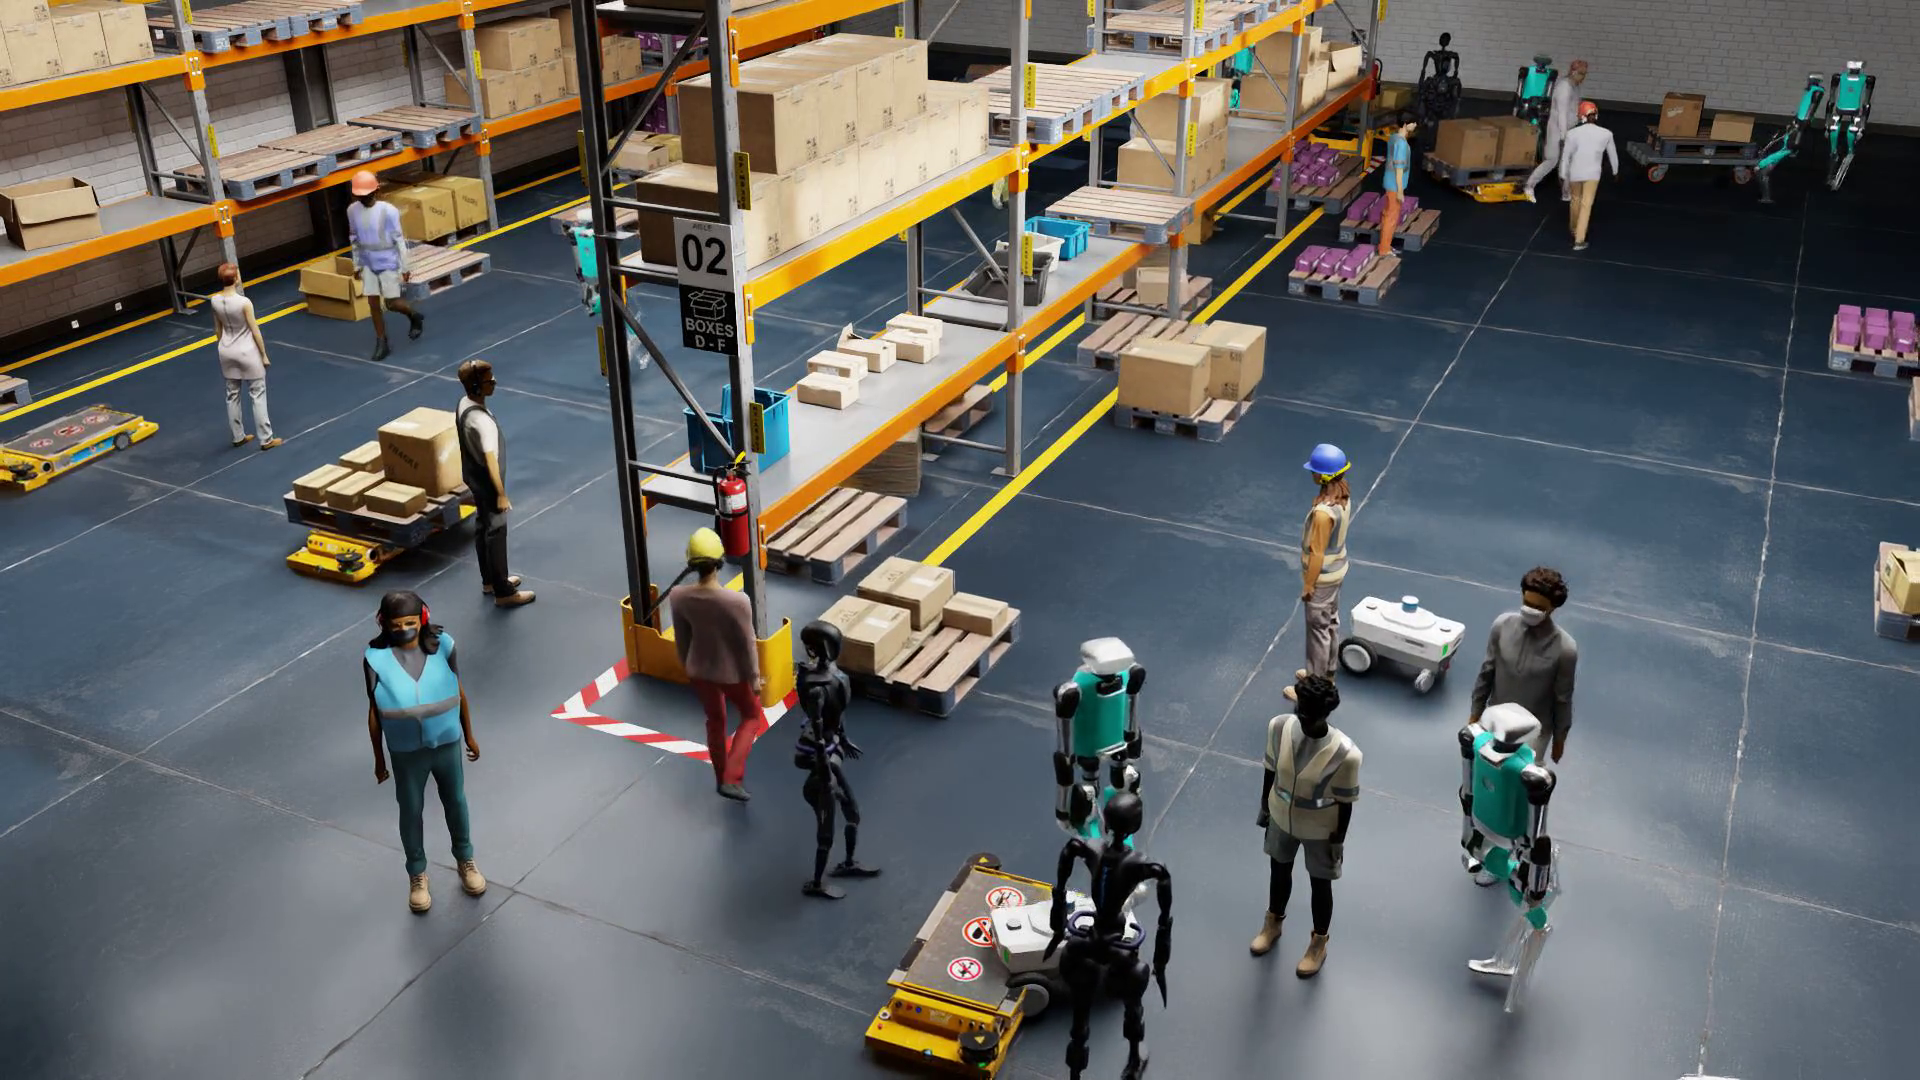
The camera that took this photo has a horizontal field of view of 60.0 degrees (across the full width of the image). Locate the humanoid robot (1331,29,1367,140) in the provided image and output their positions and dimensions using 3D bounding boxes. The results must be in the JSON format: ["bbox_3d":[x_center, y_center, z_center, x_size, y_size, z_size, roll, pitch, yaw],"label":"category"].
[{"bbox_3d":[5.865,-6.863,25.056,0.373,1.638,0.584,11,28,21],"label":"humanoid robot"}]

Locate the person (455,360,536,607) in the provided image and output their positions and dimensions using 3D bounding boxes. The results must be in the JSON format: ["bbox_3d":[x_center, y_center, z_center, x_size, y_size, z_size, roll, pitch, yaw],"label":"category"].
[{"bbox_3d":[-3.341,-0.404,11.818,0.346,1.846,0.505,-16,31,-29],"label":"person"}]

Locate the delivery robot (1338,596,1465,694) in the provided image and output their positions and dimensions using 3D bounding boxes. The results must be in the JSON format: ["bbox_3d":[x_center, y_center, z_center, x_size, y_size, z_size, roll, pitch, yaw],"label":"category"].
[{"bbox_3d":[2.948,0.659,11.144,0.784,0.612,0.500,18,32,32],"label":"delivery robot"}]

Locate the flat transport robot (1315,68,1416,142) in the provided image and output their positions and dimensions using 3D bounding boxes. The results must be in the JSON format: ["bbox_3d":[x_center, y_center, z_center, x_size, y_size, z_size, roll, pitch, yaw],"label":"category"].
[{"bbox_3d":[6.234,-6.371,25.647,1.431,0.231,0.659,21,33,36],"label":"flat transport robot"}]

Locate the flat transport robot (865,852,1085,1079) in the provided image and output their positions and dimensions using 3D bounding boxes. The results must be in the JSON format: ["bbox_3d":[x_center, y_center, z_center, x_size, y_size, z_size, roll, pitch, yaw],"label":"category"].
[{"bbox_3d":[0.108,2.133,8.470,0.659,0.231,1.431,10,28,19],"label":"flat transport robot"}]

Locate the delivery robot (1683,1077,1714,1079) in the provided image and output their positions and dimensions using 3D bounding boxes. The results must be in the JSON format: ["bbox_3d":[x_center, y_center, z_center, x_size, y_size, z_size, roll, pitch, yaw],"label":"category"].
[{"bbox_3d":[3.268,2.687,7.051,0.499,0.614,0.791,4,27,7],"label":"delivery robot"}]

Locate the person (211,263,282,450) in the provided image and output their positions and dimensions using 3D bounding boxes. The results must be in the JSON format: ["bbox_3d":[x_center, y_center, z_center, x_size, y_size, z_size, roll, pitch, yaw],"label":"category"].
[{"bbox_3d":[-6.227,-1.585,14.422,0.434,1.651,0.289,6,27,12],"label":"person"}]

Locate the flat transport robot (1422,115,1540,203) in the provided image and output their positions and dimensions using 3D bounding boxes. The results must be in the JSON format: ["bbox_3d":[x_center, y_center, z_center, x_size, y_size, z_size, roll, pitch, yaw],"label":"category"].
[{"bbox_3d":[7.038,-4.864,22.602,0.659,0.231,1.431,-6,27,-12],"label":"flat transport robot"}]

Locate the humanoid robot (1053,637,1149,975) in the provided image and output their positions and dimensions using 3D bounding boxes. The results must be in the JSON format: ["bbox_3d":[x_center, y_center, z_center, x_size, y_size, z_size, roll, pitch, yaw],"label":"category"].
[{"bbox_3d":[0.832,1.401,8.339,0.543,1.805,0.768,-17,31,-31],"label":"humanoid robot"}]

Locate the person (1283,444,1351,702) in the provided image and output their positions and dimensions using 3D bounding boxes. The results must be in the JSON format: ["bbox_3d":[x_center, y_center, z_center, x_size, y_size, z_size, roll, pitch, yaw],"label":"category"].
[{"bbox_3d":[2.302,0.213,10.657,0.342,1.768,0.453,12,29,22],"label":"person"}]

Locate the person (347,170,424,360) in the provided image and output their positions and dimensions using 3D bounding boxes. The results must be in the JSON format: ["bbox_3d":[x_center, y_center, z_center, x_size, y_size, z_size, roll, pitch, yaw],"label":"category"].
[{"bbox_3d":[-5.728,-2.765,16.517,0.570,1.909,0.611,7,27,14],"label":"person"}]

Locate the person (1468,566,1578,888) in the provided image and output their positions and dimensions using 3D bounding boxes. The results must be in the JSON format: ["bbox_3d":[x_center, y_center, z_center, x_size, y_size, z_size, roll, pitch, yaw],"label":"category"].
[{"bbox_3d":[3.075,0.949,9.045,0.543,1.883,0.683,22,34,37],"label":"person"}]

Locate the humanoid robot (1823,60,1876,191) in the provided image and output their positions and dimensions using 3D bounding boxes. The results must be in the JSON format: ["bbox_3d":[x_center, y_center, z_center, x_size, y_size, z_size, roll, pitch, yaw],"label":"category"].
[{"bbox_3d":[11.940,-5.546,22.457,0.548,1.904,0.747,15,30,27],"label":"humanoid robot"}]

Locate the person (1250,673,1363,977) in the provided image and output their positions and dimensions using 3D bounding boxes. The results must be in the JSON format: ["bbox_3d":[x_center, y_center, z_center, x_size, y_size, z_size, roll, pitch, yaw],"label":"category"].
[{"bbox_3d":[1.725,1.407,8.328,0.532,1.693,0.320,22,34,37],"label":"person"}]

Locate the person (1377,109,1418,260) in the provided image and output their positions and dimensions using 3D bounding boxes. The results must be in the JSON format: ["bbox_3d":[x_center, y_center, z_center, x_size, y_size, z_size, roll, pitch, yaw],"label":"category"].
[{"bbox_3d":[5.125,-4.160,19.503,0.335,1.759,0.495,3,27,6],"label":"person"}]

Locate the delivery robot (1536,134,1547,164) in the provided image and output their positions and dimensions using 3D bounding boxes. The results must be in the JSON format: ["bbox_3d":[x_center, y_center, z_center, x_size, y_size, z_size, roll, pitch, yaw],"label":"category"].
[{"bbox_3d":[8.135,-5.602,23.761,0.518,0.585,0.749,-21,33,-36],"label":"delivery robot"}]

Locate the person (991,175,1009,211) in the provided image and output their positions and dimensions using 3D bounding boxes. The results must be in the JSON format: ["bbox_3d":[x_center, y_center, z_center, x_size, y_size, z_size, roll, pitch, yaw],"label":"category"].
[{"bbox_3d":[0.595,-5.187,21.494,0.592,1.825,0.440,-20,32,-34],"label":"person"}]

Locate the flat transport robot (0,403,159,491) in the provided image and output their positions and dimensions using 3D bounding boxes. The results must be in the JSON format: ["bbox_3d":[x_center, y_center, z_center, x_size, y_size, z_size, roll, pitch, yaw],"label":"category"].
[{"bbox_3d":[-7.764,-0.817,14.428,0.659,0.231,1.431,10,28,19],"label":"flat transport robot"}]

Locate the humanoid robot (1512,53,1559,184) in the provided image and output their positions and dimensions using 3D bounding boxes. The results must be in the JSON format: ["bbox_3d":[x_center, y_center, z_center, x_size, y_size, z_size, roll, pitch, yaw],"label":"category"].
[{"bbox_3d":[7.806,-5.623,22.524,0.573,1.782,0.922,0,26,-1],"label":"humanoid robot"}]

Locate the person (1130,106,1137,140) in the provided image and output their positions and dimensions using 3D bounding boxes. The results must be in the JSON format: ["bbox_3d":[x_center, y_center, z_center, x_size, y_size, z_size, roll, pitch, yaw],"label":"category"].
[{"bbox_3d":[2.718,-6.565,24.284,0.369,1.828,0.504,23,34,38],"label":"person"}]

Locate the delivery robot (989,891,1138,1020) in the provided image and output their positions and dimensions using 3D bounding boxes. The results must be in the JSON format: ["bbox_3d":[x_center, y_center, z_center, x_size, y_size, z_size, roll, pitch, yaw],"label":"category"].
[{"bbox_3d":[0.516,2.024,8.351,0.774,0.581,0.499,-5,27,-9],"label":"delivery robot"}]

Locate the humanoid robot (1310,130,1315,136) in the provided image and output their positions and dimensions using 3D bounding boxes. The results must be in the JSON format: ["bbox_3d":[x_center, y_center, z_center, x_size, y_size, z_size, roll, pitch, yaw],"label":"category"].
[{"bbox_3d":[5.182,-6.630,24.595,0.362,1.642,0.589,13,29,25],"label":"humanoid robot"}]

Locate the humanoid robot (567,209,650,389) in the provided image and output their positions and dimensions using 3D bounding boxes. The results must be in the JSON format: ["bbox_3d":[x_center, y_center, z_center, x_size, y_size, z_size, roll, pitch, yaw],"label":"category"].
[{"bbox_3d":[-3.238,-2.318,15.883,0.556,1.859,0.835,14,30,26],"label":"humanoid robot"}]

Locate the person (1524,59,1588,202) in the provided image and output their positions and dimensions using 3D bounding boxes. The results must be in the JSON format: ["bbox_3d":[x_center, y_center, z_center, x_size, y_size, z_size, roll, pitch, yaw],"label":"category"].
[{"bbox_3d":[7.885,-5.344,21.771,0.740,1.875,0.698,17,31,30],"label":"person"}]

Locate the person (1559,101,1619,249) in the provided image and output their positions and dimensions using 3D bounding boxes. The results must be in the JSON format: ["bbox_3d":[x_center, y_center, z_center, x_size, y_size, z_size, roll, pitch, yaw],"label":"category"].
[{"bbox_3d":[7.608,-4.434,20.125,0.665,1.686,0.870,14,29,25],"label":"person"}]

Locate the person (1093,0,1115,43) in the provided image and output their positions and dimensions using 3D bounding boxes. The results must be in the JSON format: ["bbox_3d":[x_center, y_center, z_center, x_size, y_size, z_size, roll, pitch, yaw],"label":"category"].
[{"bbox_3d":[2.489,-8.939,28.968,0.427,1.924,0.541,-5,27,-9],"label":"person"}]

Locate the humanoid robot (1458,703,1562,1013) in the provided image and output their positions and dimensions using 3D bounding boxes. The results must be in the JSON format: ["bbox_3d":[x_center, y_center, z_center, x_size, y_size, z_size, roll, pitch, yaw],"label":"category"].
[{"bbox_3d":[2.755,1.544,8.062,0.803,1.816,0.530,-13,29,-25],"label":"humanoid robot"}]

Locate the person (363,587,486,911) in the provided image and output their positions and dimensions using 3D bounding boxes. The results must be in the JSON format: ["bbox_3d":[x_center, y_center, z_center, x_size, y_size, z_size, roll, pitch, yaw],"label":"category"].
[{"bbox_3d":[-2.833,1.084,8.788,0.538,1.865,0.374,-13,29,-24],"label":"person"}]

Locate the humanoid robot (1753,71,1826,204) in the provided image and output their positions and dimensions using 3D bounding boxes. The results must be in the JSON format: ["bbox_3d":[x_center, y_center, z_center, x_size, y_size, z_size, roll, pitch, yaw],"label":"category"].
[{"bbox_3d":[10.685,-5.174,21.614,0.725,1.817,0.542,7,27,15],"label":"humanoid robot"}]

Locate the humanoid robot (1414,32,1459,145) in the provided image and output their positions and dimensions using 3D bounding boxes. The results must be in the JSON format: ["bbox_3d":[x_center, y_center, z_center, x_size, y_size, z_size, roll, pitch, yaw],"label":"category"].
[{"bbox_3d":[7.079,-6.700,24.725,0.586,1.654,0.345,1,26,1],"label":"humanoid robot"}]

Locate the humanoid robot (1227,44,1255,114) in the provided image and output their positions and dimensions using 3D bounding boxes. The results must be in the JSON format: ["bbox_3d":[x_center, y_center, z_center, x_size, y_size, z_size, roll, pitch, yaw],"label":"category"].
[{"bbox_3d":[3.974,-6.431,24.206,0.679,1.877,0.533,-23,34,-38],"label":"humanoid robot"}]

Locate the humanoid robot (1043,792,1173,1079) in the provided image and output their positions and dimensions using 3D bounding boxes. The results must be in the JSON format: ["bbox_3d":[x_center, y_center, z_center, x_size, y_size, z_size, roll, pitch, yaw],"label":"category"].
[{"bbox_3d":[0.659,1.845,7.495,0.610,1.634,0.611,11,28,21],"label":"humanoid robot"}]

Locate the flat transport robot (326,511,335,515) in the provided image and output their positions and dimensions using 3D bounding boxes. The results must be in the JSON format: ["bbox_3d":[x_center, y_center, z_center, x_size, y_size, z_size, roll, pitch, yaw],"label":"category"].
[{"bbox_3d":[-4.666,-0.517,13.823,0.659,0.231,1.431,3,26,6],"label":"flat transport robot"}]

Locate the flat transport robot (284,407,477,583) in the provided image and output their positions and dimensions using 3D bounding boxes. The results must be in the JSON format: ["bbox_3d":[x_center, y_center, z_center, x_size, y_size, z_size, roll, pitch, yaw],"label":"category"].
[{"bbox_3d":[-4.483,-0.094,12.968,0.659,0.231,1.431,11,29,22],"label":"flat transport robot"}]

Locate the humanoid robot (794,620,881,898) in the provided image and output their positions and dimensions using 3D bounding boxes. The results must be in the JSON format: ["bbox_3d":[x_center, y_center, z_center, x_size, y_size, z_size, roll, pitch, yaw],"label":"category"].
[{"bbox_3d":[-0.660,1.168,8.826,0.412,1.650,0.593,2,26,4],"label":"humanoid robot"}]

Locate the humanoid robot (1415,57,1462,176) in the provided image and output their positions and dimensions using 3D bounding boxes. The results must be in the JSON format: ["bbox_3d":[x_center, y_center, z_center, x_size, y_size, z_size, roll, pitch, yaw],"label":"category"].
[{"bbox_3d":[6.622,-5.853,23.012,0.596,1.644,0.354,5,27,10],"label":"humanoid robot"}]

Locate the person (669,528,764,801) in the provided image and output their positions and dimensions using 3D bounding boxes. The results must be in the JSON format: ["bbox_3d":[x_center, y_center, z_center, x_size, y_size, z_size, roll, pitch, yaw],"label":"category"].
[{"bbox_3d":[-1.393,0.746,9.598,0.545,1.746,0.431,9,28,17],"label":"person"}]
